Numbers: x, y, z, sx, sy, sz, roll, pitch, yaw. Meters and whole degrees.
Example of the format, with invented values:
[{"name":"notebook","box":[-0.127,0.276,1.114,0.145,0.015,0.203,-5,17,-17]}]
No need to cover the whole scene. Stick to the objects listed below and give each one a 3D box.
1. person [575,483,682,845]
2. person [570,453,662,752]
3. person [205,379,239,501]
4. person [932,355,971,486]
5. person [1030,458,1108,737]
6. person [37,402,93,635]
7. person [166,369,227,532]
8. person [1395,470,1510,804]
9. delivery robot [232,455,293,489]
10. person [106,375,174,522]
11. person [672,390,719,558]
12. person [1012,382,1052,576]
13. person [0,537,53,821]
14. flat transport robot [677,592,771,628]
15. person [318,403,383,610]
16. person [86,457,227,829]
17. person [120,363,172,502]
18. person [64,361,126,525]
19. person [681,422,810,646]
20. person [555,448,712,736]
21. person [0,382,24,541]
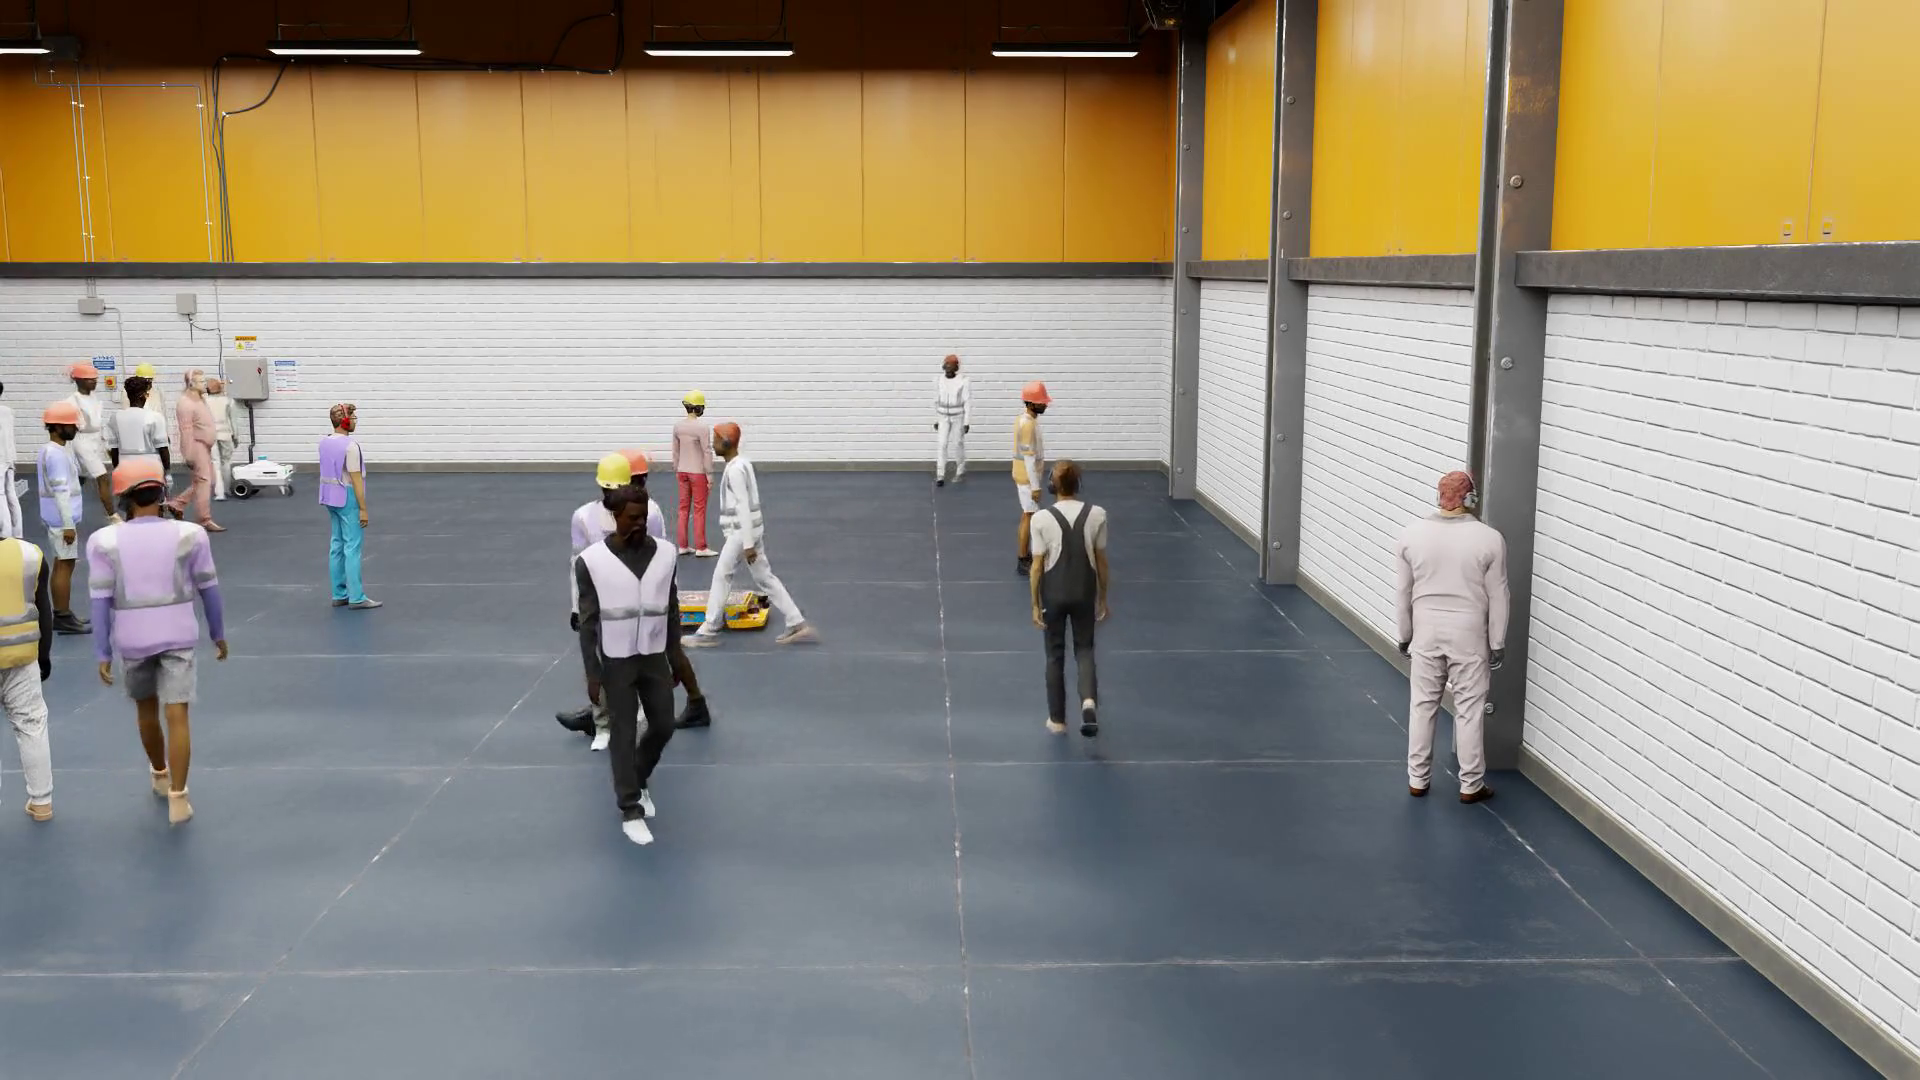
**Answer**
[{"name":"person","box":[-1.757,0.638,8.926,0.598,1.913,0.552,-7,11,-36]},{"name":"person","box":[-2.163,0.365,10.618,0.612,1.898,0.671,1,9,5]},{"name":"person","box":[-9.811,-1.329,21.918,0.532,1.584,0.884,-6,11,-31]},{"name":"person","box":[-0.132,-1.682,23.349,0.609,1.828,0.985,3,10,16]},{"name":"person","box":[0.711,0.392,10.671,0.532,1.831,0.584,-1,9,-7]},{"name":"person","box":[-7.439,-0.180,13.855,0.378,1.932,0.551,-6,11,-34]},{"name":"person","box":[-8.836,-1.025,19.150,0.582,1.894,0.655,-2,9,-11]},{"name":"person","box":[2.809,0.549,9.492,0.638,1.902,0.406,6,11,31]},{"name":"delivery robot","box":[-9.251,-0.881,22.082,0.707,0.478,0.477,-2,9,-9]},{"name":"person","box":[-8.272,-0.682,16.835,0.606,1.966,0.367,0,9,0]},{"name":"person","box":[-2.795,-0.701,17.564,0.533,1.767,0.326,7,11,36]},{"name":"person","box":[0.707,-0.603,16.510,0.372,1.917,0.604,0,9,0]},{"name":"person","box":[-5.232,0.663,8.990,0.430,1.838,0.619,8,12,40]},{"name":"flat transport robot","box":[-2.364,0.590,14.218,1.431,0.197,0.652,0,9,-1]},{"name":"person","box":[-5.485,-0.295,14.829,0.566,1.846,0.389,7,12,38]},{"name":"person","box":[-4.438,0.537,9.242,0.648,1.996,0.958,-4,10,-21]},{"name":"person","box":[-10.512,-1.375,21.525,0.403,1.823,0.586,6,11,34]},{"name":"person","box":[-10.146,-1.076,19.224,1.080,1.992,0.606,-1,9,-6]},{"name":"person","box":[-1.712,-0.038,13.362,1.031,1.831,0.594,0,9,0]},{"name":"person","box":[-2.115,0.339,10.837,1.021,1.875,0.565,-2,9,-13]},{"name":"person","box":[-10.450,-0.831,18.082,0.333,1.866,0.515,0,9,-1]}]
